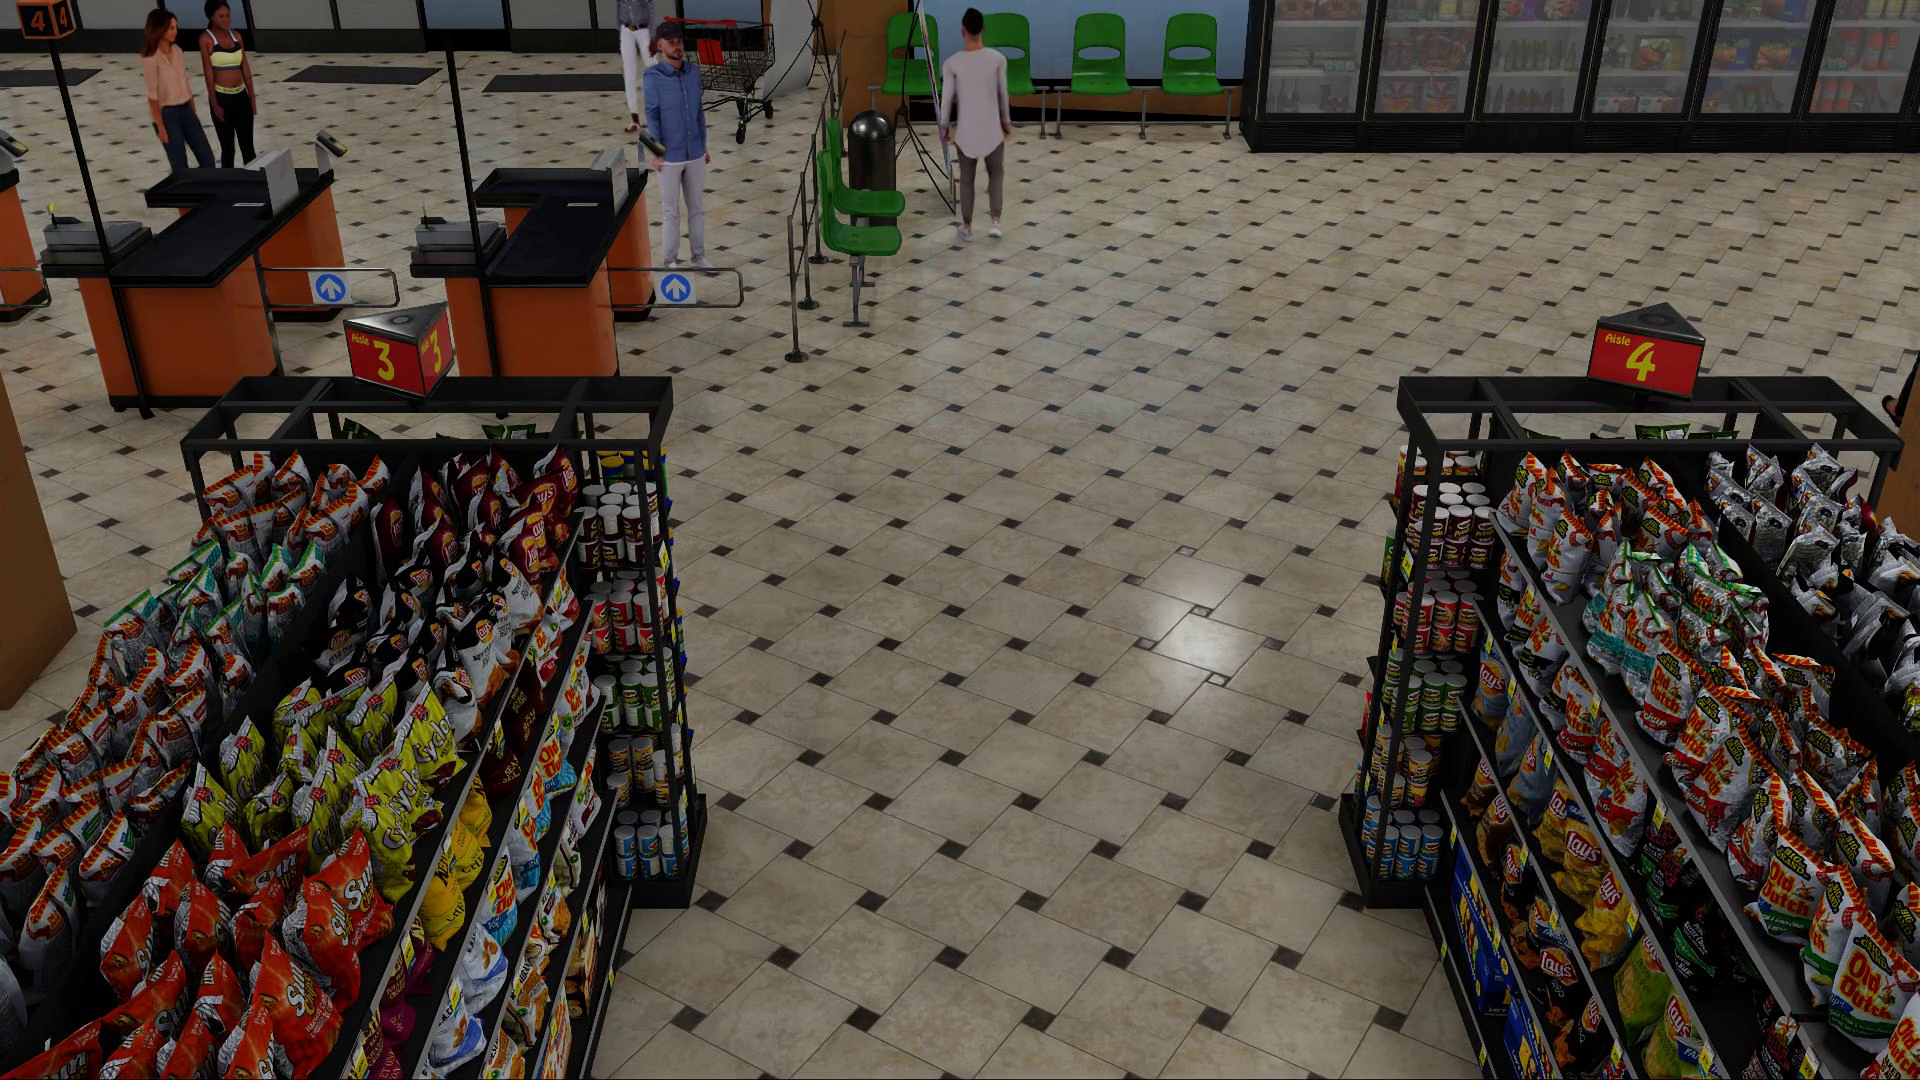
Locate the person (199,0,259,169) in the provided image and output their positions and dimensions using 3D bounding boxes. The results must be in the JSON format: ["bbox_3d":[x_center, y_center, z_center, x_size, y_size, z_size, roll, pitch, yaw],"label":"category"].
[{"bbox_3d":[-6.106,-3.646,13.905,0.729,1.746,0.663,23,36,35],"label":"person"}]

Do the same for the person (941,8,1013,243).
[{"bbox_3d":[0.151,-3.210,13.016,0.746,1.833,0.742,-3,29,-6],"label":"person"}]

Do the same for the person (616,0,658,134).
[{"bbox_3d":[-3.082,-4.875,16.198,0.815,1.705,1.092,10,30,17],"label":"person"}]

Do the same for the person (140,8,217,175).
[{"bbox_3d":[-6.372,-3.365,13.368,0.799,1.767,0.694,11,31,20],"label":"person"}]

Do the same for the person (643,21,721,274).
[{"bbox_3d":[-2.088,-2.892,12.374,0.741,1.888,0.782,-22,35,-34],"label":"person"}]
